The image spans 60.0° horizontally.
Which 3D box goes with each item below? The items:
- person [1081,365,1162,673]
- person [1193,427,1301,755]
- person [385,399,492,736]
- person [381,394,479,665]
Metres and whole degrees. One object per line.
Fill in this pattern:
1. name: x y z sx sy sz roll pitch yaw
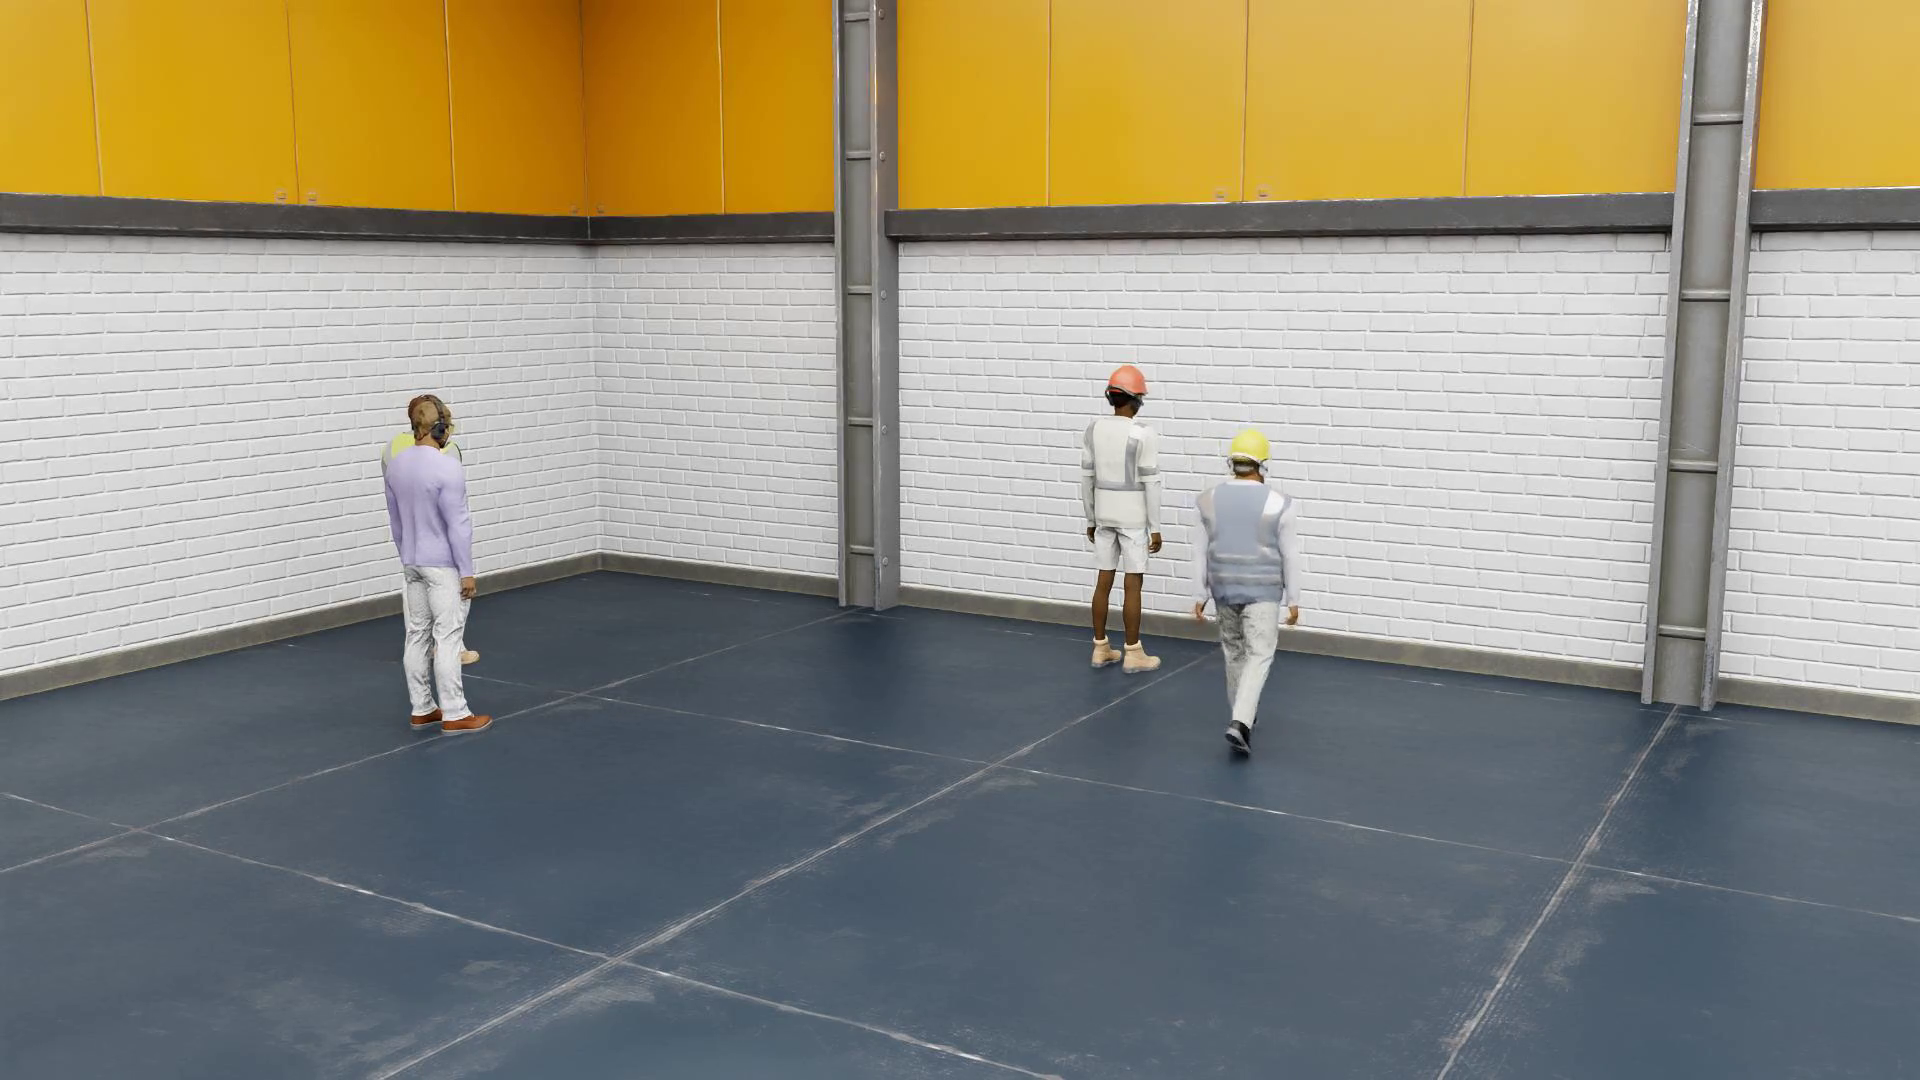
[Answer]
1. person: 1.099 -0.139 11.086 0.615 2.041 0.378 8 12 41
2. person: 1.591 0.272 9.276 0.607 1.803 0.852 5 10 28
3. person: -3.010 0.158 9.563 0.630 1.938 0.372 6 11 34
4. person: -3.561 -0.060 11.219 0.625 1.844 0.429 4 10 21
